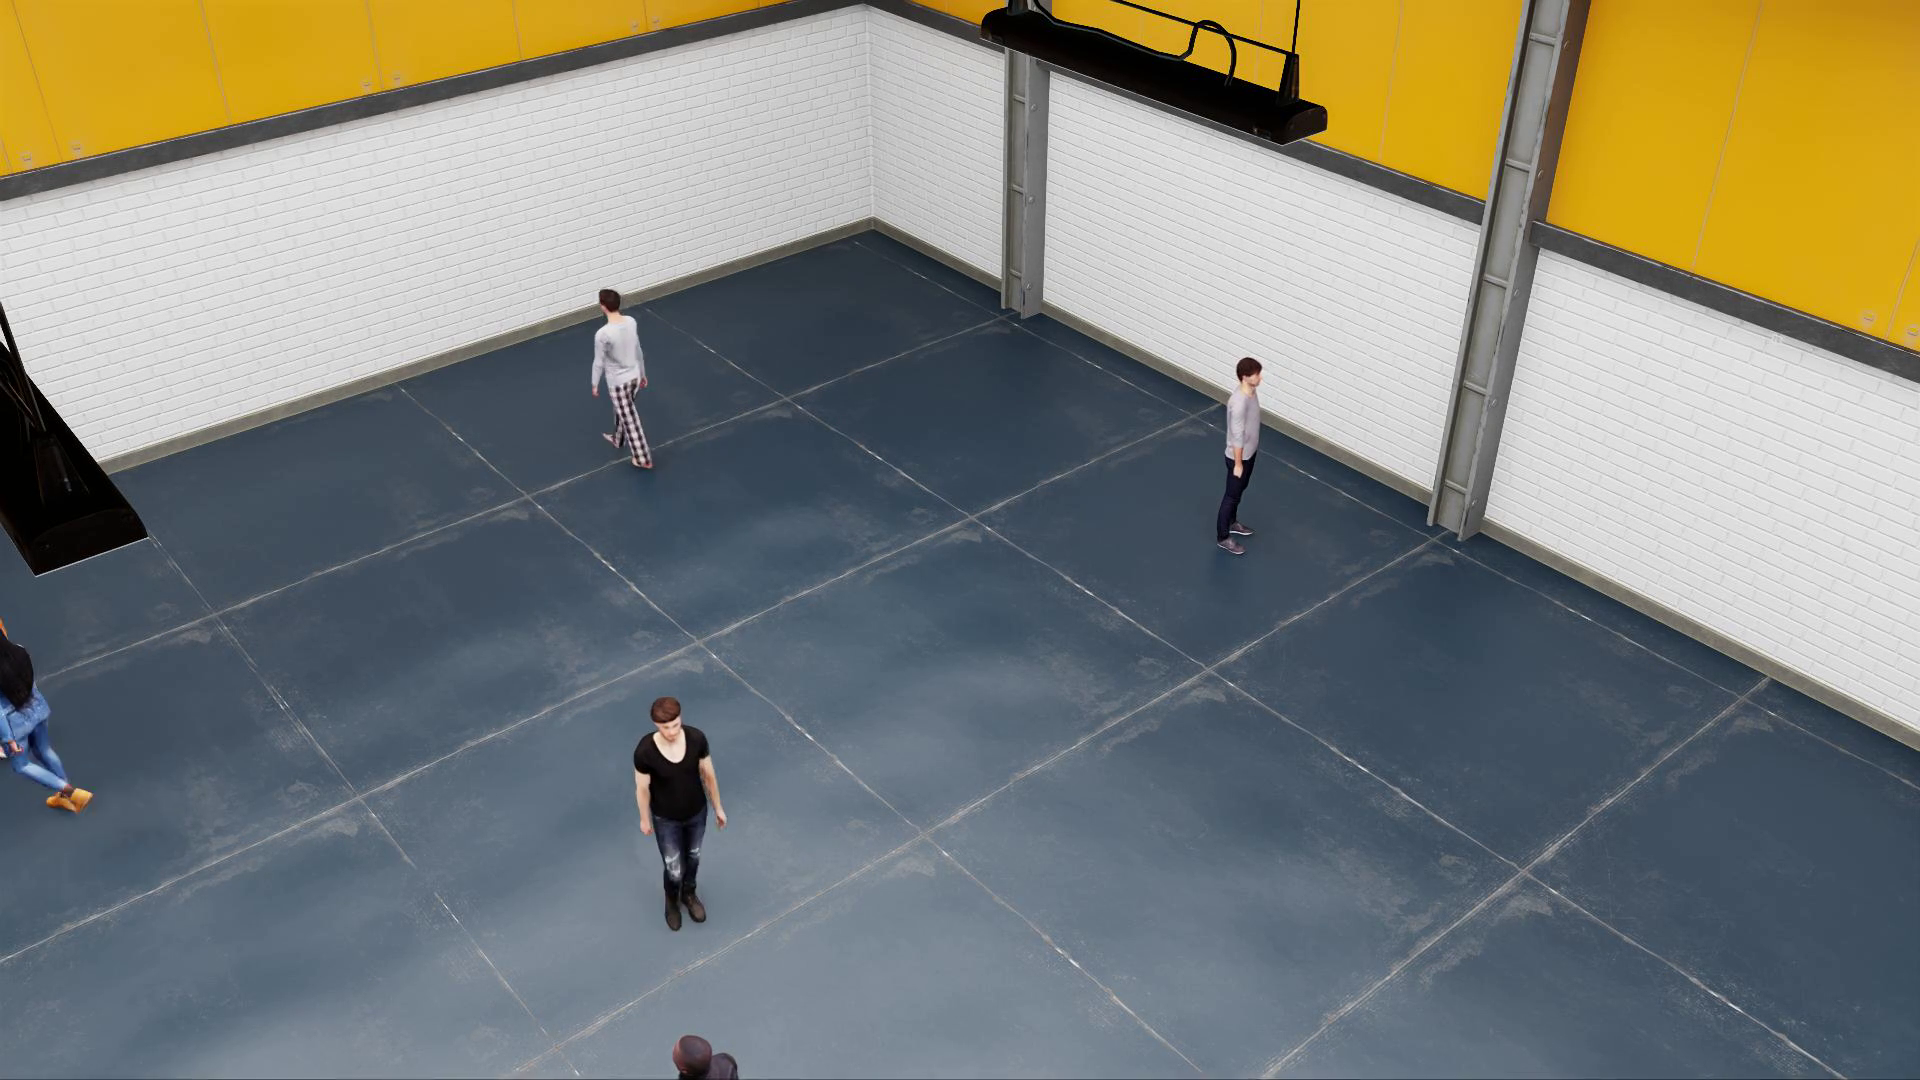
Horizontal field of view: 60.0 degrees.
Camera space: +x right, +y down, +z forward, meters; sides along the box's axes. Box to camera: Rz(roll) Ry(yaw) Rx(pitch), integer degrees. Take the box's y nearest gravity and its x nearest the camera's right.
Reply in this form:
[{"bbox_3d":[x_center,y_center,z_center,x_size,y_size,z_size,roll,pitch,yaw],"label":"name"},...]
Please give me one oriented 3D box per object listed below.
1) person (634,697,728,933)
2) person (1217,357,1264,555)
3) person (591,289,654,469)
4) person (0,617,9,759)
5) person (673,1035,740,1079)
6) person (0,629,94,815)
[{"bbox_3d":[-1.873,1.718,10.915,0.738,1.883,0.688,-17,37,-24],"label":"person"},{"bbox_3d":[2.479,-0.781,14.711,0.723,1.843,0.739,12,35,18],"label":"person"},{"bbox_3d":[-3.133,-1.485,15.789,1.066,1.822,0.804,23,40,30],"label":"person"},{"bbox_3d":[-7.225,0.886,12.314,0.670,1.720,0.702,19,38,26],"label":"person"},{"bbox_3d":[-1.323,3.221,8.696,0.734,1.836,0.771,15,36,21],"label":"person"},{"bbox_3d":[-6.486,1.309,11.701,0.914,1.694,0.823,10,35,14],"label":"person"}]
